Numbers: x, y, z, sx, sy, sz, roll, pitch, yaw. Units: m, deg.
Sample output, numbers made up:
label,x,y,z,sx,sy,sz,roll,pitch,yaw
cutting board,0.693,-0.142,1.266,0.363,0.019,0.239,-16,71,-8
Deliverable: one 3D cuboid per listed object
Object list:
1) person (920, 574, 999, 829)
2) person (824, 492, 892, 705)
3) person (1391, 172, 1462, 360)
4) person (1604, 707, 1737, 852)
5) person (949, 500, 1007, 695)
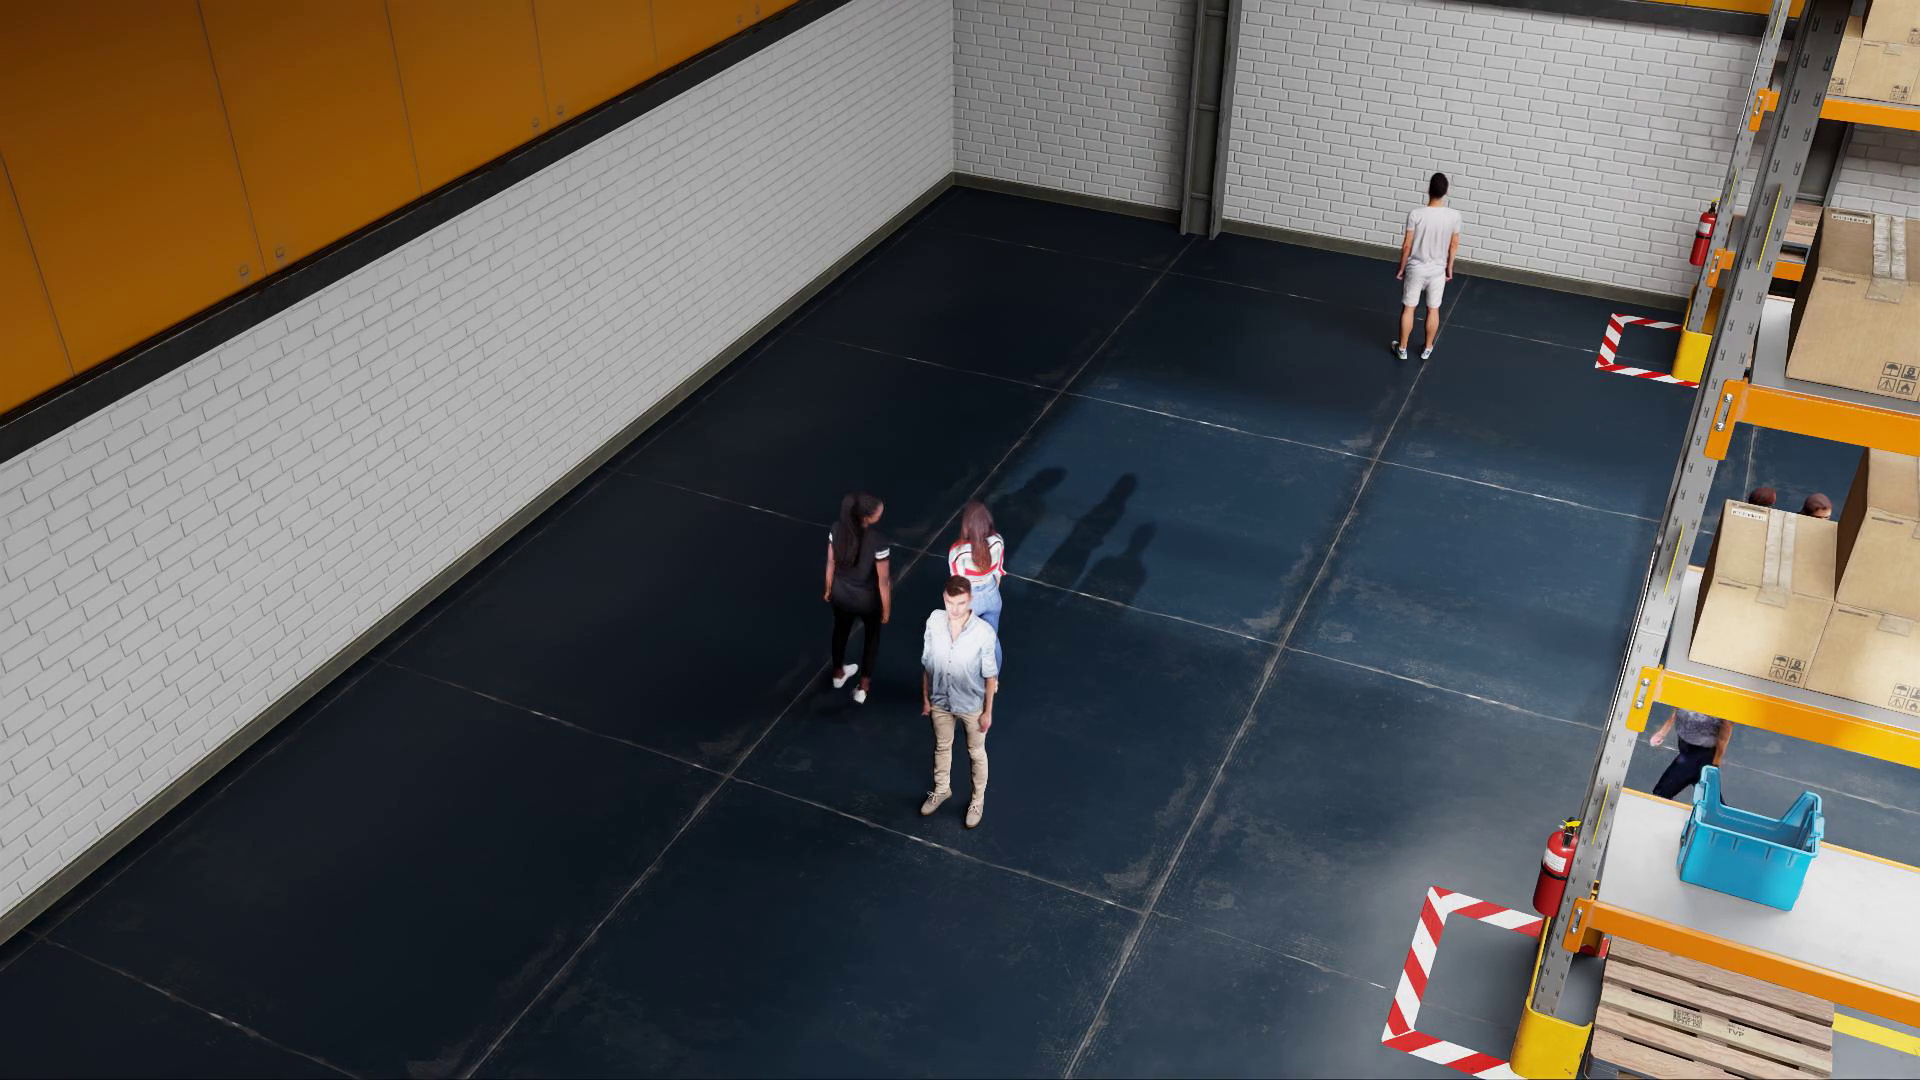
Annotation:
label,x,y,z,sx,sy,sz,roll,pitch,yaw
person,-0.006,0.997,10.493,0.477,1.847,0.711,13,36,19
person,-0.697,0.423,11.469,0.750,1.723,0.780,6,34,8
person,4.453,-2.607,15.910,0.650,1.853,0.822,1,34,2
person,4.612,1.270,10.229,1.178,1.686,0.882,0,34,1
person,0.121,0.415,11.578,0.668,1.615,0.700,-16,37,-23
